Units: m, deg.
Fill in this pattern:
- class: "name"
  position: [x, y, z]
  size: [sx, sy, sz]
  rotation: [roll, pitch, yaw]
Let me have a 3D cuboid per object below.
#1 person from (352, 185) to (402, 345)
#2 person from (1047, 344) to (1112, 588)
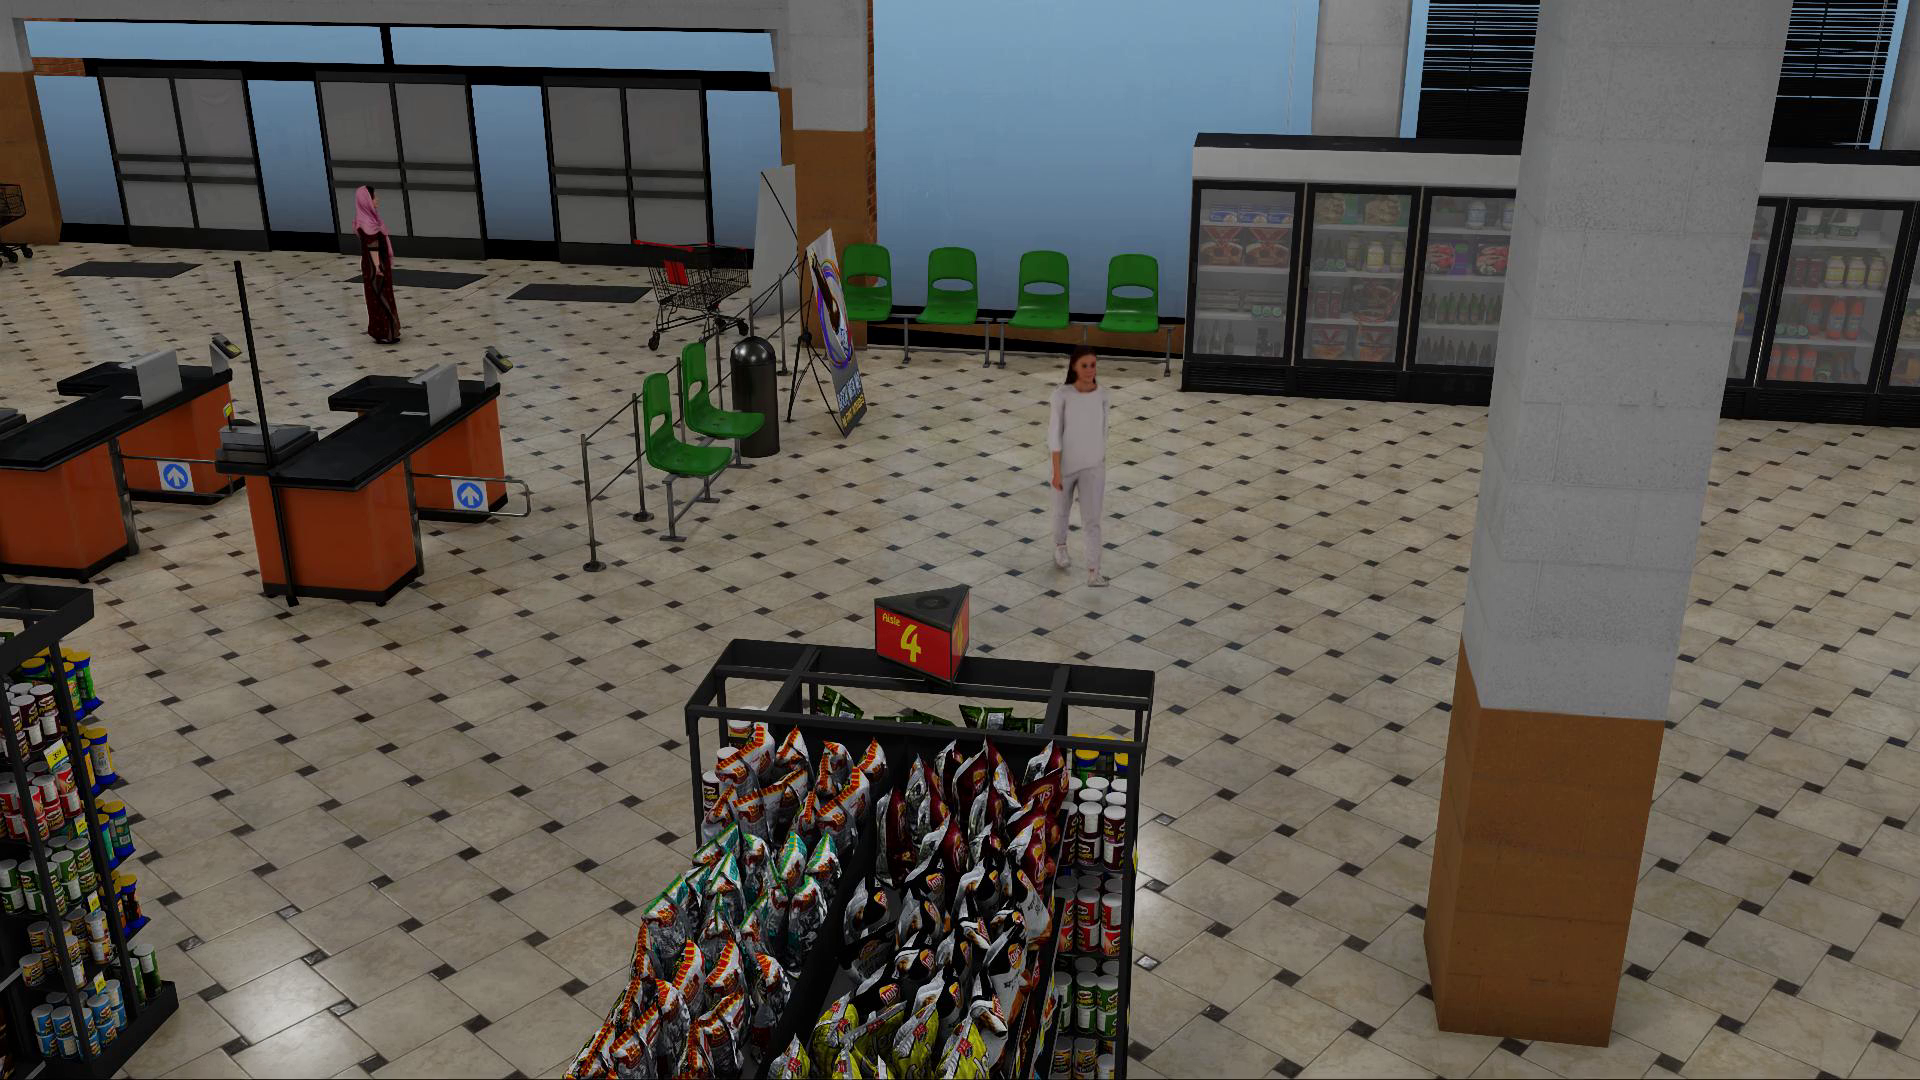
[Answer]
- class: "person"
  position: [-6.069, -2.865, 17.273]
  size: [0.816, 1.638, 0.701]
  rotation: [-7, 23, -16]
- class: "person"
  position: [0.770, -0.523, 11.437]
  size: [0.850, 1.644, 1.146]
  rotation: [-4, 22, -9]
